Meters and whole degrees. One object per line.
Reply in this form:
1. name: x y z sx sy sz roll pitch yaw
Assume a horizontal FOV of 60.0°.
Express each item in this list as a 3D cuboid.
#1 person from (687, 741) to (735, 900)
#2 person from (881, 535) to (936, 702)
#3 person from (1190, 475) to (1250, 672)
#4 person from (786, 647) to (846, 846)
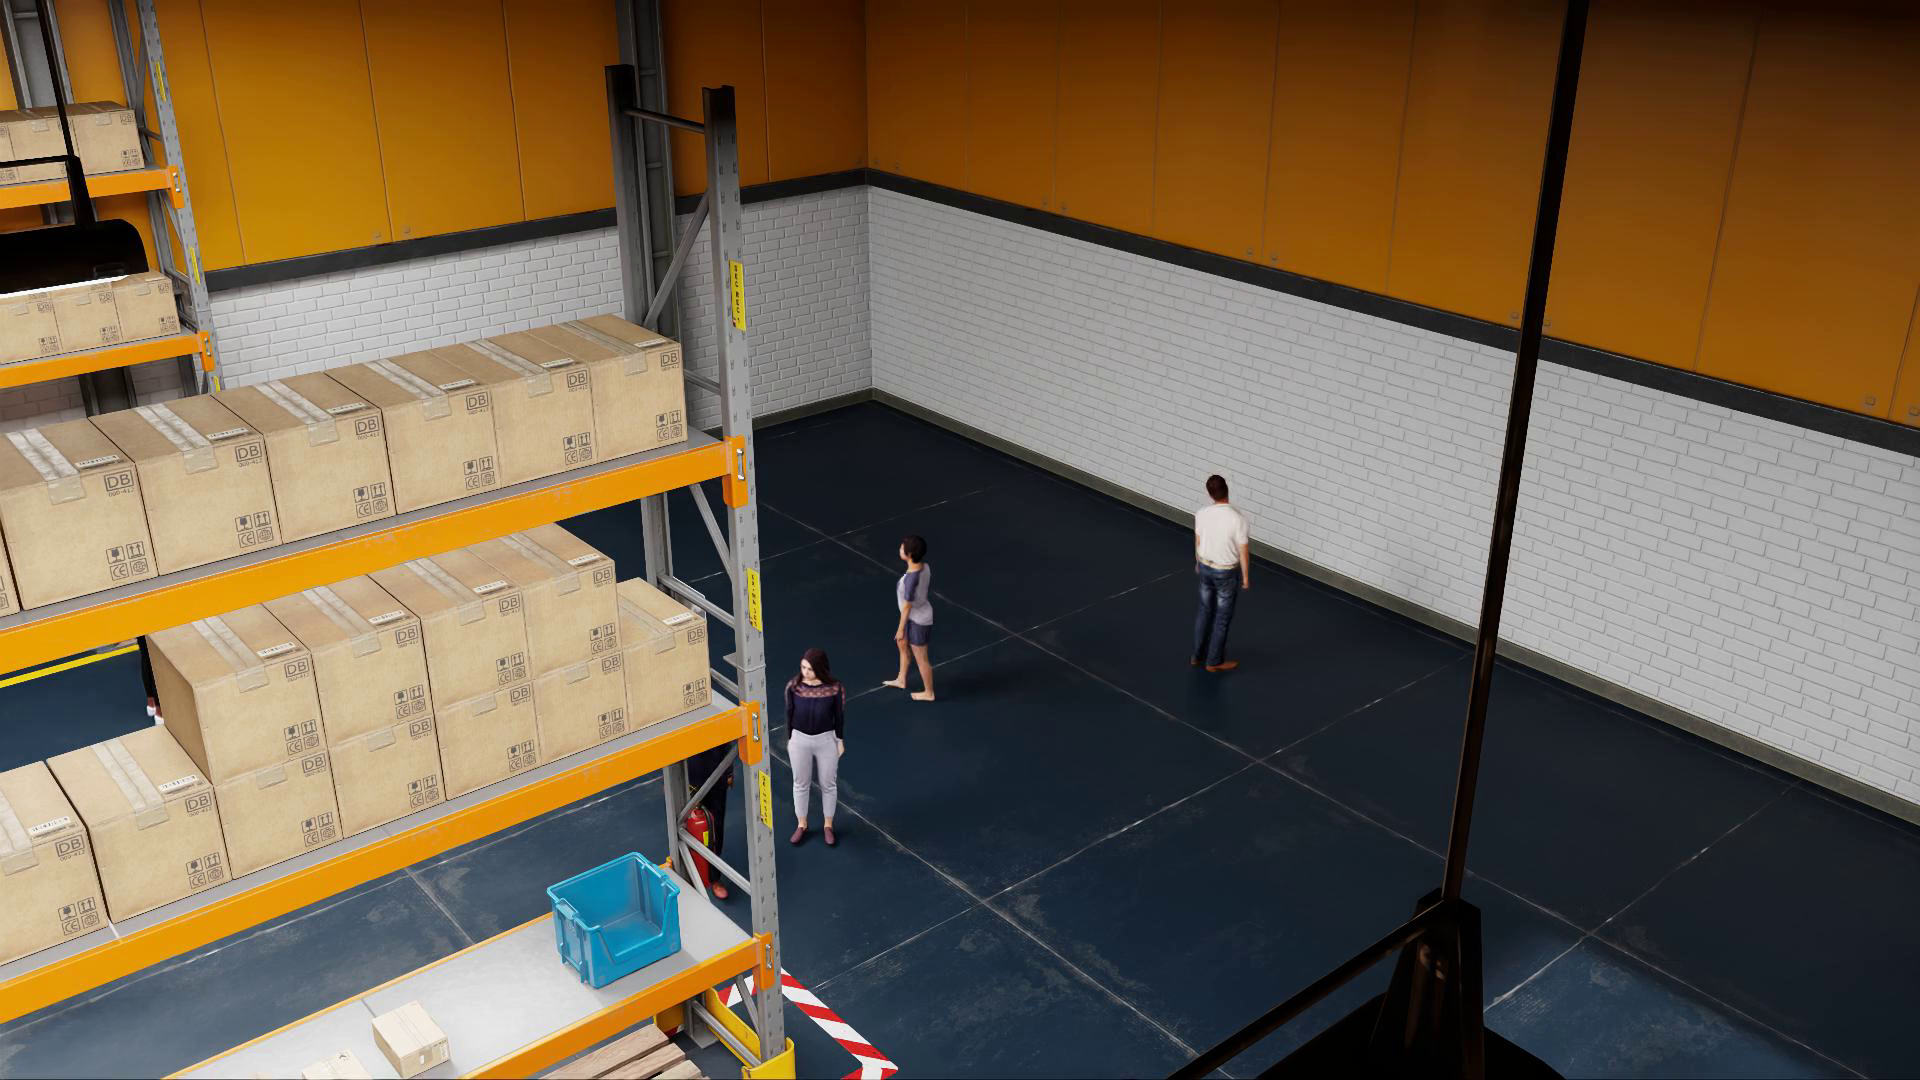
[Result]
1. person: -1.856 1.687 11.838 0.936 1.711 0.813 -13 27 -27
2. person: -0.307 0.684 14.333 0.852 1.551 0.810 5 24 12
3. person: 2.306 0.304 14.844 0.584 1.837 0.698 -14 27 -29
4. person: -1.080 1.522 12.344 0.673 1.608 0.733 2 24 5
